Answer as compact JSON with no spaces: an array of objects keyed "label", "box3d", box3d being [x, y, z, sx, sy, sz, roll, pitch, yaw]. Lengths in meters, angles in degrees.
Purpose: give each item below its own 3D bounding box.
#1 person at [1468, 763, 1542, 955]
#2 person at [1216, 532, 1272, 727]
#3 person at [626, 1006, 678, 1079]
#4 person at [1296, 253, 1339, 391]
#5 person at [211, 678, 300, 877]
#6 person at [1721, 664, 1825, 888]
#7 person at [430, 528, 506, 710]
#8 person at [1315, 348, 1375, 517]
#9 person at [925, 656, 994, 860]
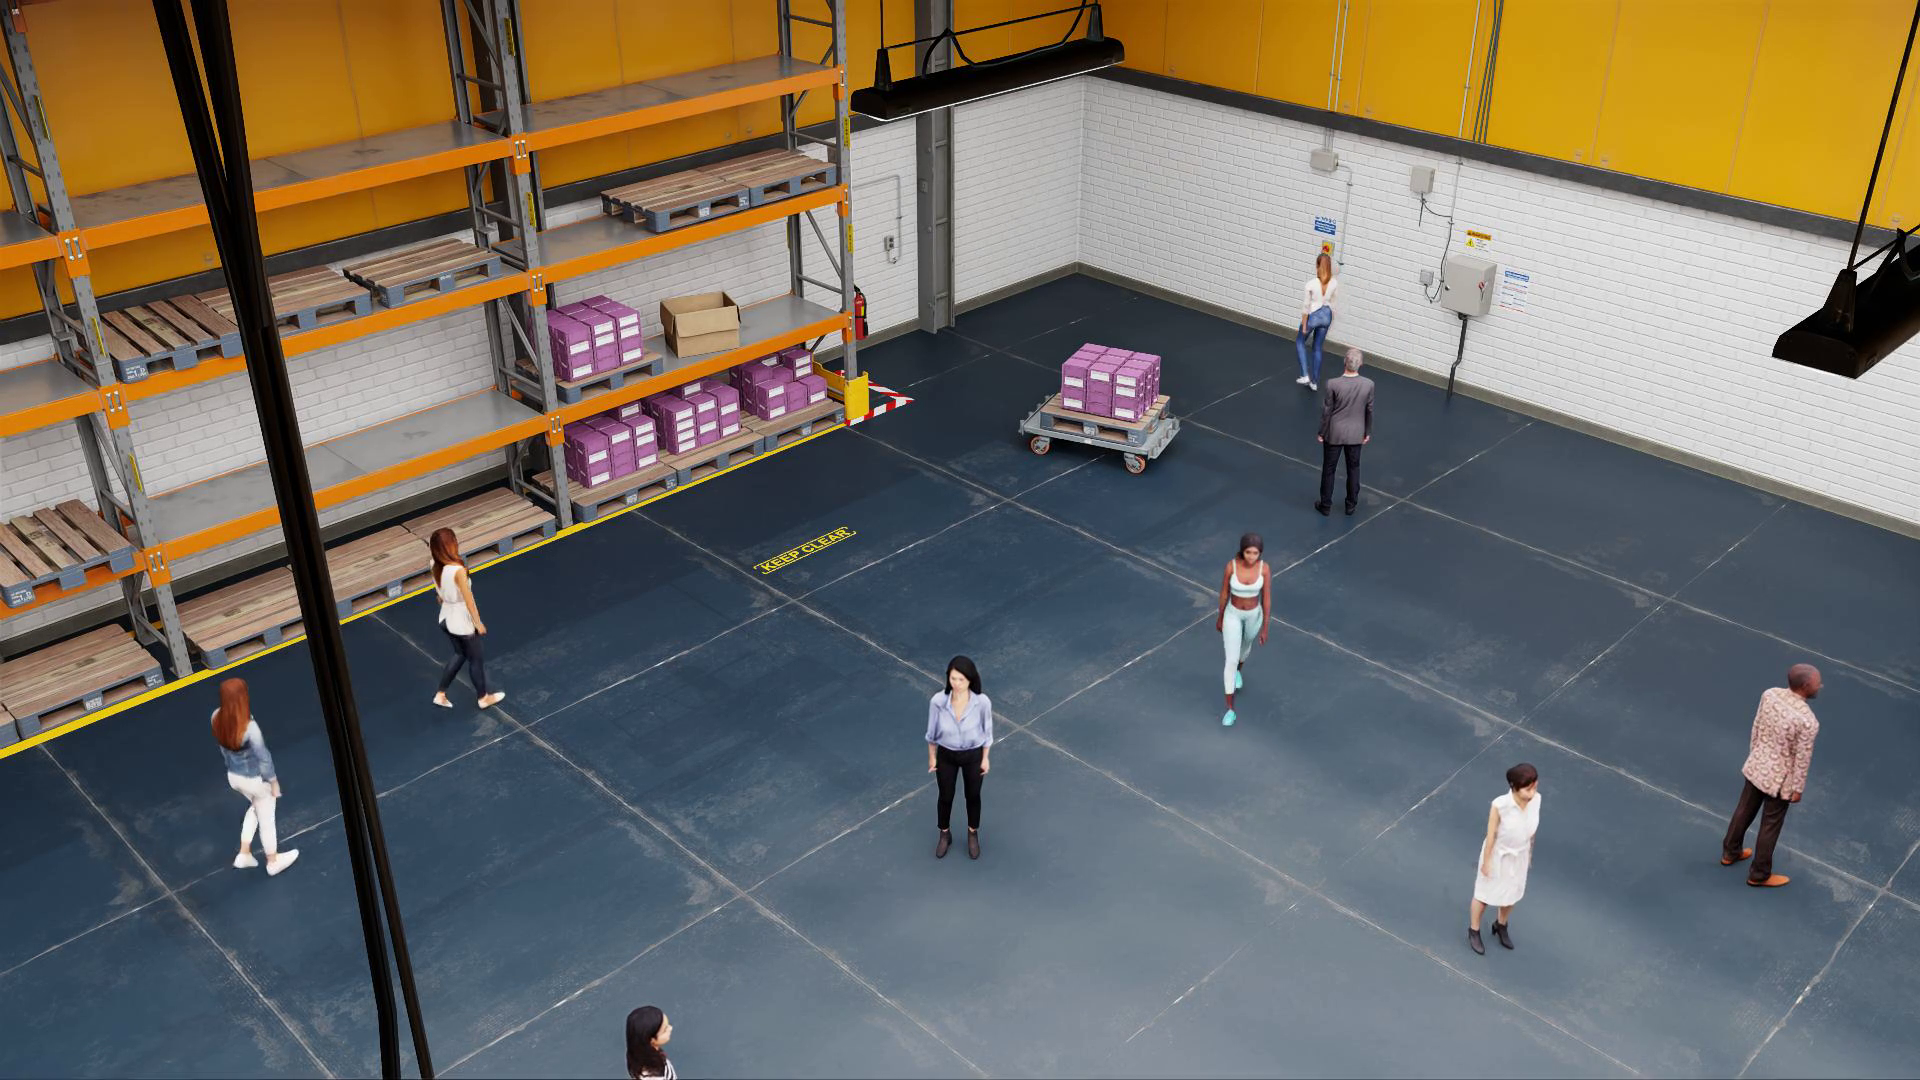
[{"label":"person","box3d":[3.757,2.179,11.477,0.594,1.554,0.699,-9,30,-16]},{"label":"person","box3d":[2.413,0.656,14.141,1.041,1.676,1.179,3,29,6]},{"label":"person","box3d":[-1.669,3.278,9.210,0.588,1.796,0.645,-14,32,-24]},{"label":"person","box3d":[4.345,-2.606,20.089,0.715,1.708,0.795,-5,29,-10]},{"label":"person","box3d":[-5.215,1.775,12.069,0.725,1.696,0.783,14,32,24]},{"label":"person","box3d":[5.926,1.691,12.108,0.765,1.806,0.767,-8,30,-14]},{"label":"person","box3d":[-4.246,0.719,13.922,0.661,1.775,0.864,21,35,34]},{"label":"person","box3d":[3.980,-1.125,17.236,0.787,1.840,0.859,-1,29,-2]},{"label":"person","box3d":[0.008,1.612,12.319,0.729,1.743,0.773,2,29,3]}]
